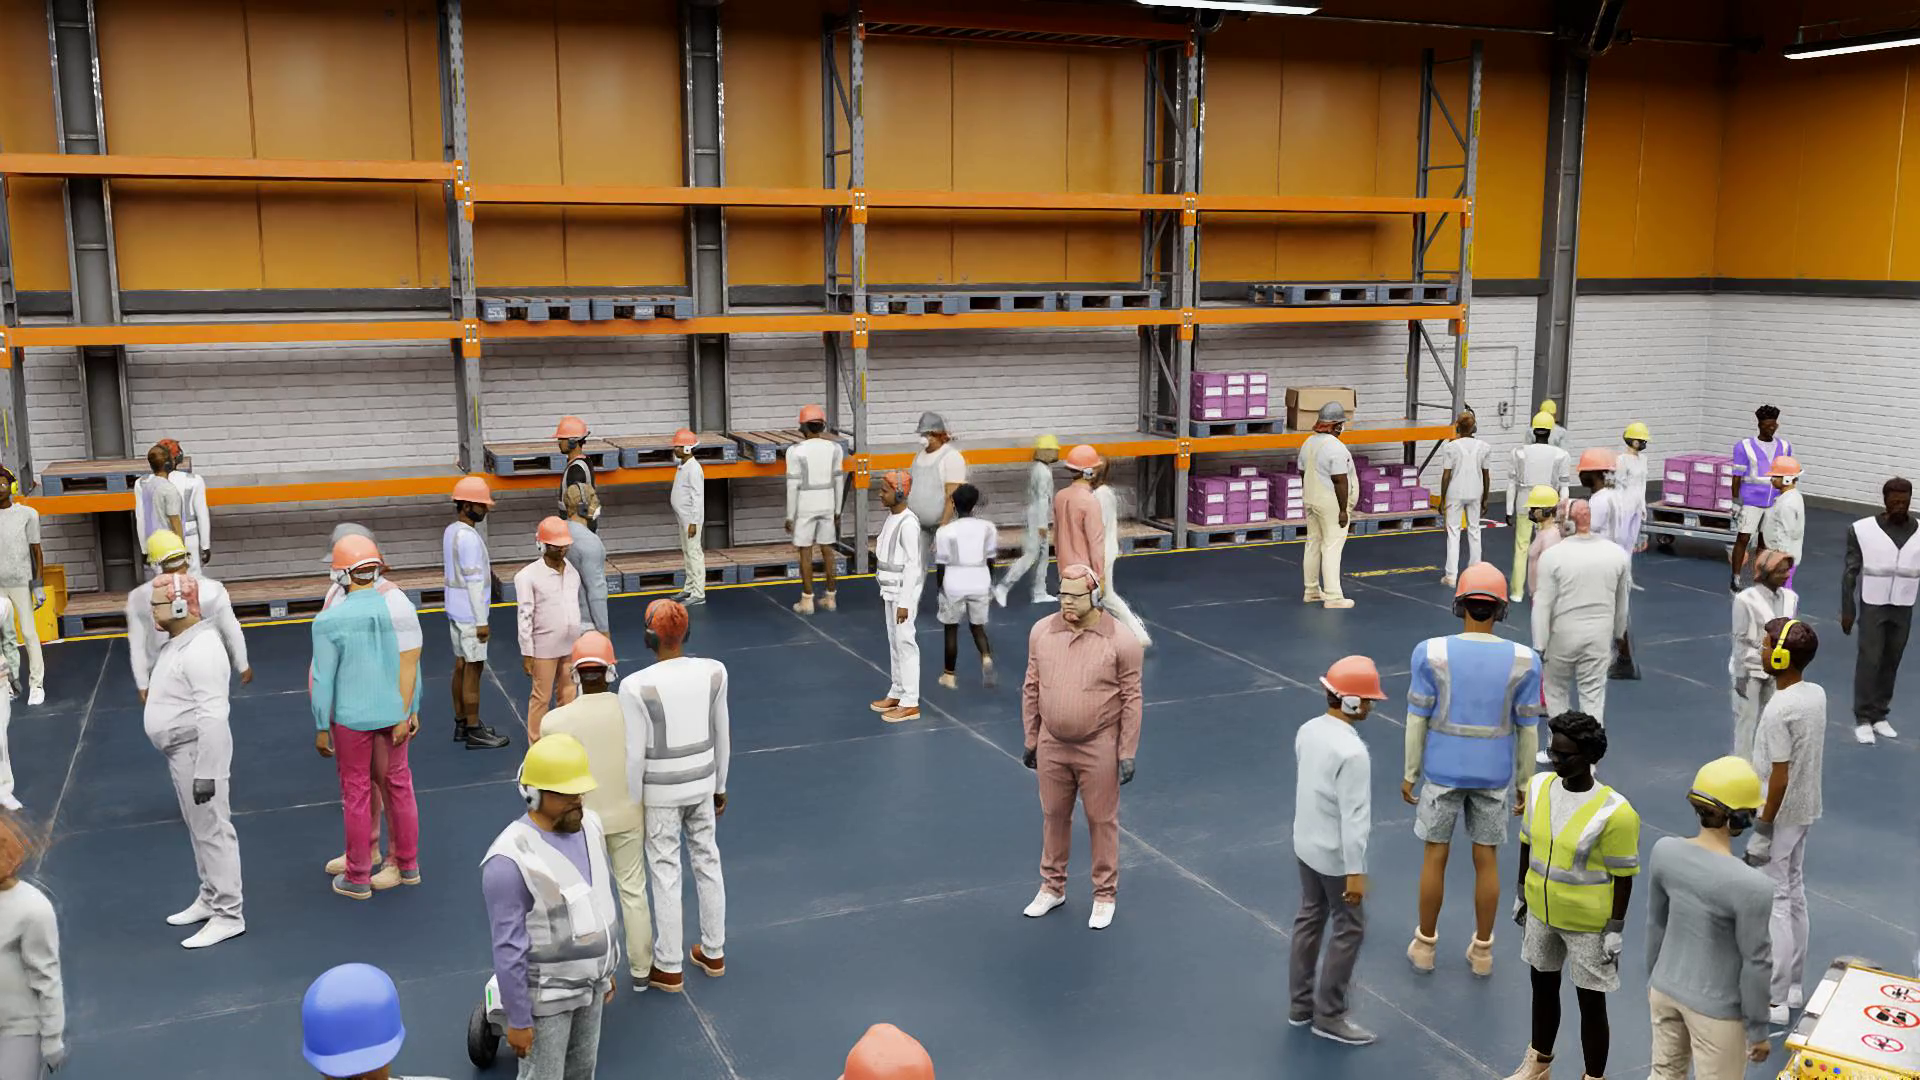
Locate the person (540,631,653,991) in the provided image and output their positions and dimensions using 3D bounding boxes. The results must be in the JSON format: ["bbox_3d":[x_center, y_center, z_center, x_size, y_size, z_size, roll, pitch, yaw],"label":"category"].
[{"bbox_3d":[-1.686,1.291,7.827,0.560,1.743,0.337,-4,11,-23],"label":"person"}]

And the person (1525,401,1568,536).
[{"bbox_3d":[7.135,-0.858,20.334,0.504,1.688,0.895,2,10,13],"label":"person"}]

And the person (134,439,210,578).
[{"bbox_3d":[-6.873,0.053,14.563,0.575,1.881,0.356,-3,10,-17],"label":"person"}]

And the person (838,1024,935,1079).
[{"bbox_3d":[-0.152,1.970,3.884,0.561,1.753,0.331,-7,12,-37],"label":"person"}]

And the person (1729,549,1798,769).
[{"bbox_3d":[5.127,0.861,10.640,0.533,1.631,0.350,-3,10,-16],"label":"person"}]

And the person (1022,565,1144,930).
[{"bbox_3d":[0.612,1.066,8.657,0.655,1.906,0.407,5,11,26],"label":"person"}]

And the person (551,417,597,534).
[{"bbox_3d":[-3.440,-0.084,14.891,0.375,2.044,0.607,-1,10,-8],"label":"person"}]

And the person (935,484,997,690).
[{"bbox_3d":[0.073,0.394,13.177,0.551,1.673,0.582,-4,11,-22],"label":"person"}]

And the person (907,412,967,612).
[{"bbox_3d":[-0.223,-0.271,15.977,0.678,2.000,1.011,9,13,42],"label":"person"}]

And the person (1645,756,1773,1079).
[{"bbox_3d":[2.641,1.623,5.884,0.335,1.760,0.531,-4,10,-20],"label":"person"}]

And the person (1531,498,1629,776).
[{"bbox_3d":[4.151,0.651,11.133,0.756,1.881,0.573,-1,10,-6],"label":"person"}]

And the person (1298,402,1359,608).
[{"bbox_3d":[3.678,-0.358,16.477,0.537,2.000,0.679,-4,11,-22],"label":"person"}]

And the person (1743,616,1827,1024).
[{"bbox_3d":[3.721,1.272,7.576,0.520,1.873,0.335,-9,13,-43],"label":"person"}]

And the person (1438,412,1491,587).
[{"bbox_3d":[5.266,-0.418,17.389,0.516,1.841,0.325,0,10,0],"label":"person"}]

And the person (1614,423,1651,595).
[{"bbox_3d":[6.889,-0.325,17.079,0.525,1.769,0.309,-8,13,-40],"label":"person"}]

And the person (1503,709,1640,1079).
[{"bbox_3d":[2.456,1.509,6.708,0.317,1.695,0.540,-6,12,-31],"label":"person"}]

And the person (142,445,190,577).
[{"bbox_3d":[-6.878,0.088,14.469,0.512,1.846,0.340,7,12,36],"label":"person"}]

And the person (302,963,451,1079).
[{"bbox_3d":[-1.349,1.884,3.821,0.605,1.948,0.404,-6,12,-31],"label":"person"}]

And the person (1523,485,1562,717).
[{"bbox_3d":[4.397,0.458,12.593,0.336,1.757,0.517,3,10,14],"label":"person"}]

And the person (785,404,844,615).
[{"bbox_3d":[-1.426,-0.302,16.156,0.615,2.039,0.395,-6,12,-31],"label":"person"}]

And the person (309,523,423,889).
[{"bbox_3d":[-3.314,0.907,9.189,0.688,2.000,0.536,7,12,36],"label":"person"}]

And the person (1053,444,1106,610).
[{"bbox_3d":[0.963,0.241,13.150,0.372,1.997,0.611,-5,11,-28],"label":"person"}]

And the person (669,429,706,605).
[{"bbox_3d":[-2.720,-0.231,16.570,0.327,1.752,0.562,-4,11,-22],"label":"person"}]

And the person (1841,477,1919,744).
[{"bbox_3d":[6.674,0.498,11.934,0.603,1.915,0.513,1,10,6],"label":"person"}]

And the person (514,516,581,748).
[{"bbox_3d":[-2.708,0.702,11.197,0.343,1.749,0.571,7,12,36],"label":"person"}]

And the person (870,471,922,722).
[{"bbox_3d":[-0.467,0.415,12.481,0.355,1.882,0.576,-3,10,-17],"label":"person"}]

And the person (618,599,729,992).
[{"bbox_3d":[-1.354,1.207,7.911,0.574,1.883,0.358,-8,13,-39],"label":"person"}]

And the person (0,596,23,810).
[{"bbox_3d":[-6.110,0.910,10.331,0.516,1.638,0.314,-10,14,-44],"label":"person"}]

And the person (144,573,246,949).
[{"bbox_3d":[-3.902,1.105,8.436,0.400,1.907,0.644,-6,12,-32],"label":"person"}]

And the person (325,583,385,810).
[{"bbox_3d":[-3.803,0.829,10.489,0.339,1.742,0.564,-3,10,-15],"label":"person"}]

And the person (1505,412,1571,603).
[{"bbox_3d":[5.754,-0.316,16.602,0.588,1.920,0.398,3,10,18],"label":"person"}]

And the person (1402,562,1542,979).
[{"bbox_3d":[2.461,1.114,8.048,0.611,2.029,0.409,1,10,8],"label":"person"}]

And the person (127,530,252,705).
[{"bbox_3d":[-4.801,0.822,10.385,0.656,1.795,0.627,-2,10,-12],"label":"person"}]

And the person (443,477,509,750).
[{"bbox_3d":[-3.447,0.512,11.781,0.375,1.930,0.542,-6,11,-31],"label":"person"}]

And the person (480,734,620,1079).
[{"bbox_3d":[-1.419,1.577,5.932,0.404,1.830,0.599,4,10,20],"label":"person"}]

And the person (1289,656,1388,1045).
[{"bbox_3d":[1.687,1.366,7.405,0.373,1.739,0.630,-2,10,-10],"label":"person"}]

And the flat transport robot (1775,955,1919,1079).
[{"bbox_3d":[3.966,2.154,7.098,0.652,0.197,1.431,7,12,37],"label":"flat transport robot"}]

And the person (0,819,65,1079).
[{"bbox_3d":[-3.323,1.699,5.860,0.498,1.613,0.578,3,10,18],"label":"person"}]

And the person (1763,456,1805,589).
[{"bbox_3d":[7.140,0.136,14.486,0.345,1.747,0.570,5,11,28],"label":"person"}]

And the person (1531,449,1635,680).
[{"bbox_3d":[5.145,0.198,13.697,0.975,1.883,0.567,4,11,21],"label":"person"}]

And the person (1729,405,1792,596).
[{"bbox_3d":[8.148,-0.401,16.936,0.613,1.963,0.361,-1,10,-6],"label":"person"}]

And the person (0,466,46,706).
[{"bbox_3d":[-7.340,0.357,12.836,0.518,1.876,0.326,-2,10,-10],"label":"person"}]

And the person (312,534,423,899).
[{"bbox_3d":[-3.233,0.954,9.081,0.407,1.987,0.615,9,13,42],"label":"person"}]

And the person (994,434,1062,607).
[{"bbox_3d":[0.671,-0.196,16.491,0.682,1.707,0.522,-1,10,-3],"label":"person"}]
